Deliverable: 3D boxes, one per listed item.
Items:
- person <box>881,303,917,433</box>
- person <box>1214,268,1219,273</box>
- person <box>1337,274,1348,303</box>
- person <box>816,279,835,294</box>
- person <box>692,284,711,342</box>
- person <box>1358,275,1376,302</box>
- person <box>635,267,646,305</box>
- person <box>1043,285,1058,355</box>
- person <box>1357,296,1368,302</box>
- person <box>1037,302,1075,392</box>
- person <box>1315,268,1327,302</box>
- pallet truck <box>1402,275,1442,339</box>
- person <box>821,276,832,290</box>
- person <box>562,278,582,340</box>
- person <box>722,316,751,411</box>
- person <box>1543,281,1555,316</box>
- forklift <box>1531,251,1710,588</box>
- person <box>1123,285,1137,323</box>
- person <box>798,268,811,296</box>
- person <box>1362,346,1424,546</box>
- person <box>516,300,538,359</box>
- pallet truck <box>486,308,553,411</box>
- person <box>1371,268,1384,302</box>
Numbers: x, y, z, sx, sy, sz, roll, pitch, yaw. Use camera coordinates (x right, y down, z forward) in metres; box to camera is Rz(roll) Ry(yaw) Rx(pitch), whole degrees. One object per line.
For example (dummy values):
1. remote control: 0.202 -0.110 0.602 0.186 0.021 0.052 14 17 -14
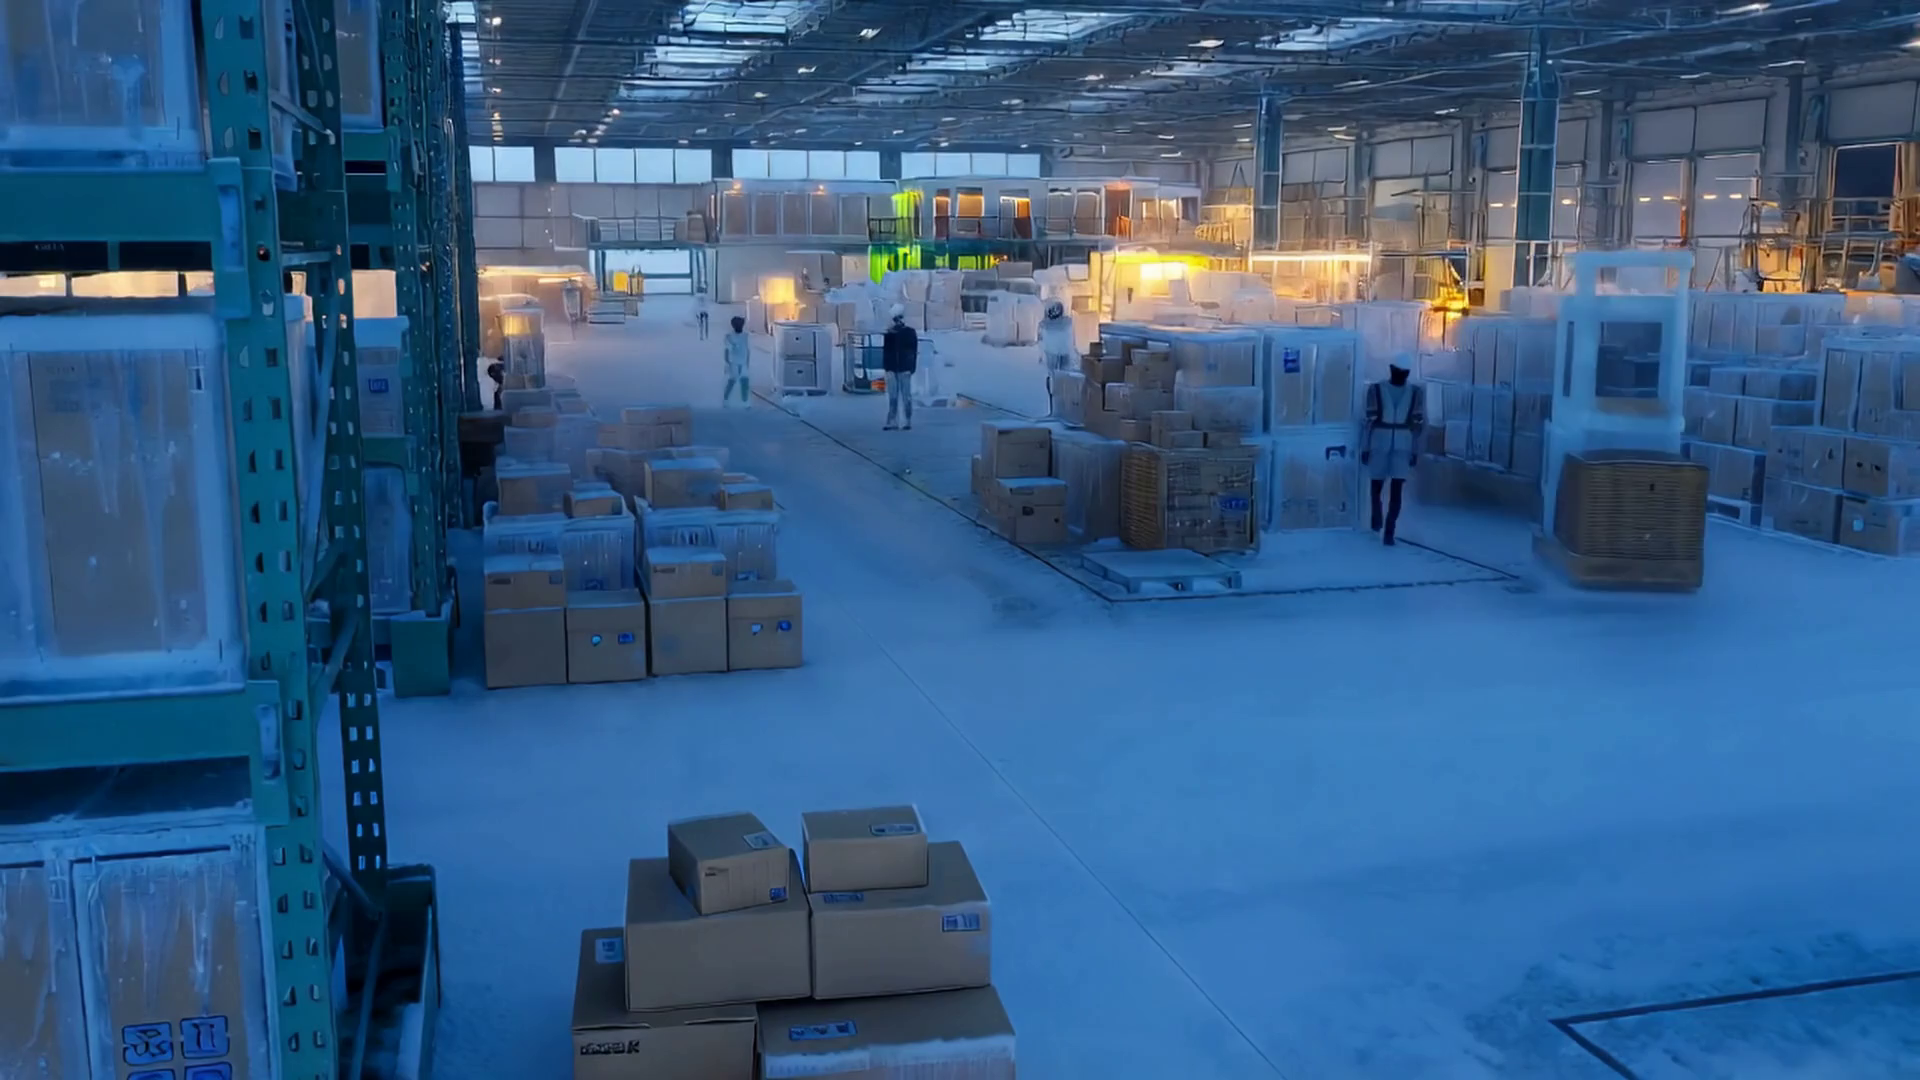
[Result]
1. person: -0.945 -2.653 25.704 0.608 1.995 0.377 5 11 28
2. person: 12.446 -12.385 81.239 0.581 1.854 0.886 0 10 2
3. person: 14.290 -8.970 61.913 0.524 1.847 0.802 0 10 2
4. person: -3.879 -6.700 48.850 0.742 1.897 0.985 -4 11 -20
5. person: -7.776 -6.827 50.034 0.548 1.748 0.534 -1 10 -5
6. person: 15.171 -8.975 62.076 0.645 1.788 0.898 3 10 16
7. person: -15.754 -12.498 81.871 0.505 1.847 0.349 8 13 37
8. person: 2.427 -5.817 44.019 0.325 1.860 0.510 -8 13 -39
9. person: 7.934 -3.911 33.171 0.650 1.887 1.032 -3 10 -15
10. person: 1.688 -3.216 29.182 0.660 1.887 1.002 0 10 3
11. person: 17.210 -12.068 79.462 0.625 1.841 0.429 10 14 43
12. pallet truck: 14.620 -7.324 52.145 0.823 1.965 1.885 8 13 40
13. person: -4.159 -7.367 52.621 0.764 1.910 0.580 1 10 5
14. person: -11.894 -7.073 50.969 0.587 1.911 0.609 -2 10 -11
15. person: -3.934 -3.102 29.155 0.530 1.672 0.749 -6 12 -30
16. person: 14.217 -5.275 40.421 0.688 2.000 0.539 3 10 16
17. forklift: 5.762 -1.101 14.406 1.129 2.768 1.873 2 10 10
18. person: 4.416 -5.797 43.881 0.738 1.860 0.573 5 11 28
19. person: -7.183 -11.680 77.190 0.994 1.862 0.629 5 11 26
20. person: 4.163 -0.904 15.996 0.560 1.921 0.495 1 10 8
21. person: -10.283 -4.877 39.412 0.526 1.600 0.831 4 11 23
22. pallet truck: -6.242 -2.418 24.362 0.823 1.965 1.885 1 10 3
23. person: 18.454 -11.044 73.458 0.636 1.907 0.670 -4 11 -20
